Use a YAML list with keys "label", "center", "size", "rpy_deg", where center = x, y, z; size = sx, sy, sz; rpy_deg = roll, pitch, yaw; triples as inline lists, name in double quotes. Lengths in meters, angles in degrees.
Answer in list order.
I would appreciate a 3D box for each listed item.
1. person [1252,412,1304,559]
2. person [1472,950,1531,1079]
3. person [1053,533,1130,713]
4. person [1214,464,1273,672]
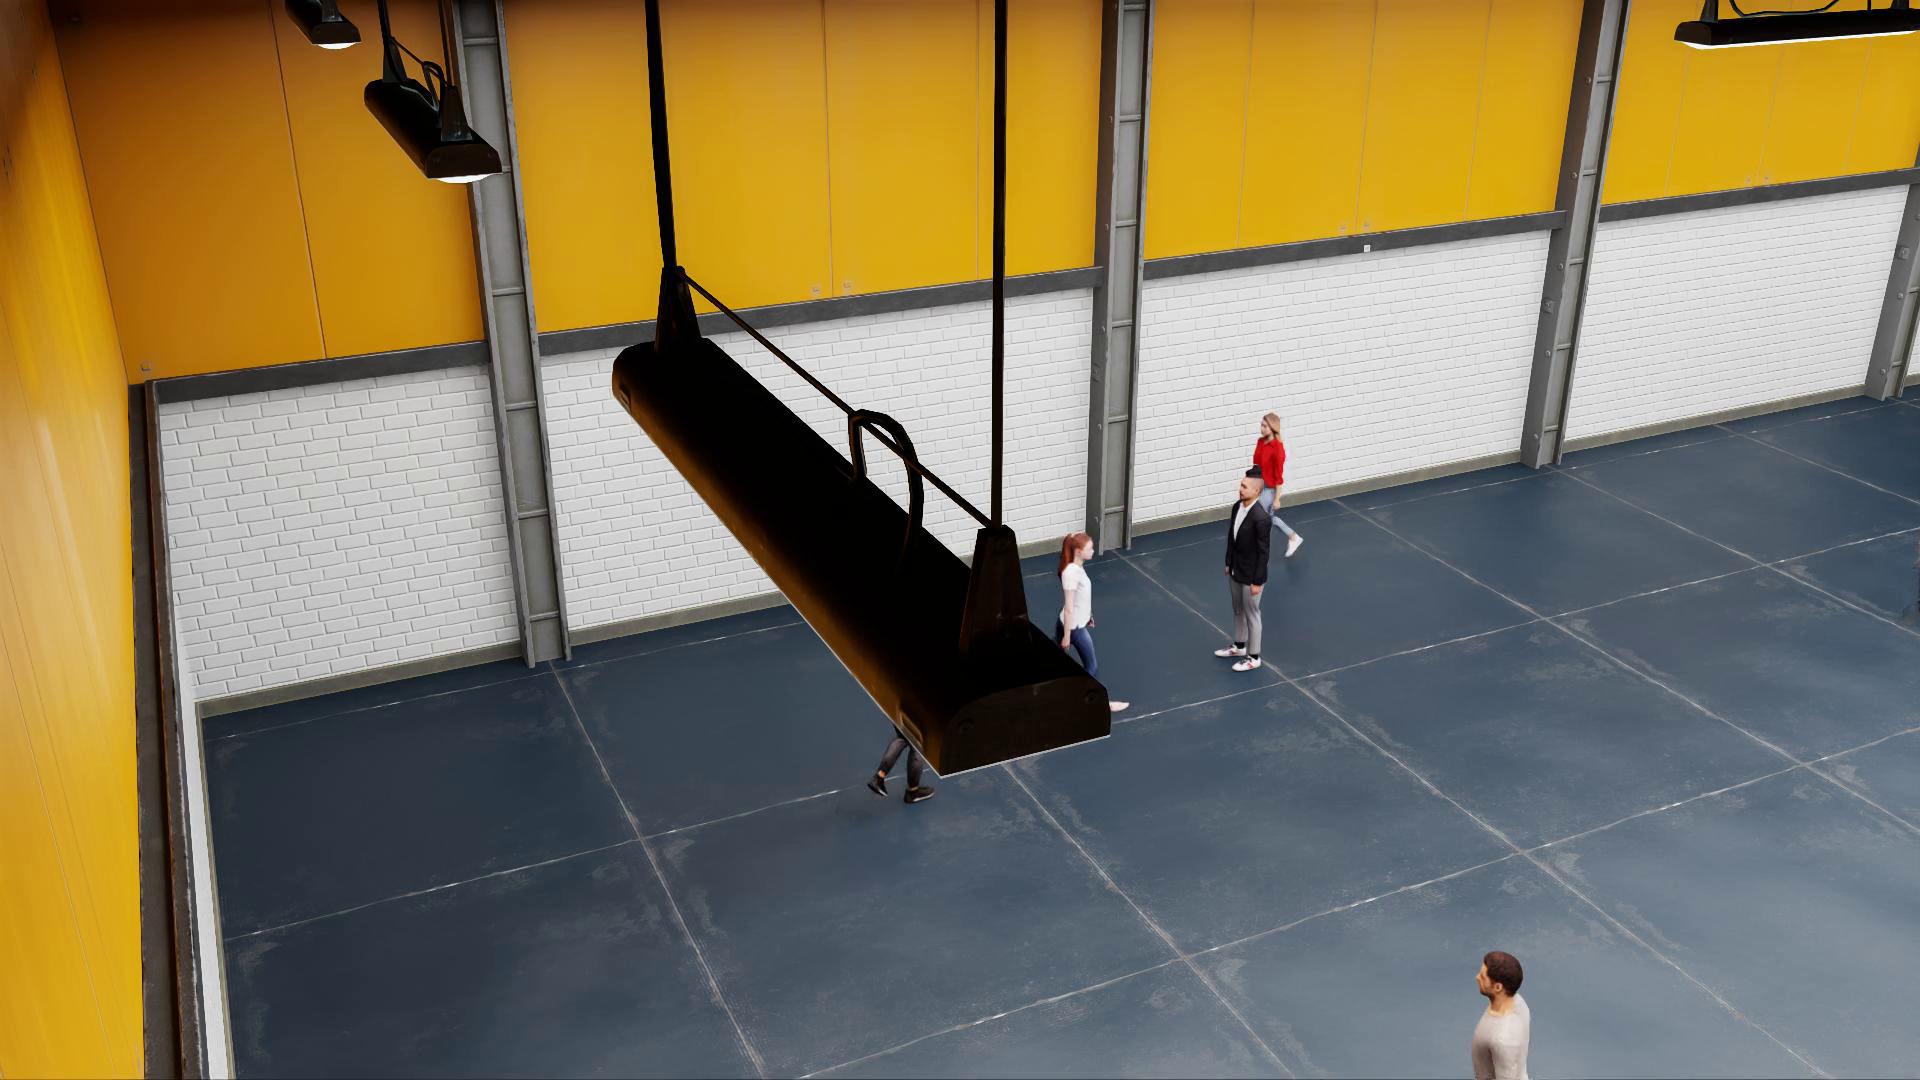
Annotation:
- label: "person"
  center: [3.200, -0.499, 17.040]
  size: [1.106, 1.678, 0.700]
  rpy_deg: [-8, 25, -17]
- label: "person"
  center: [2.953, 3.022, 8.799]
  size: [1.098, 1.829, 1.075]
  rpy_deg: [8, 25, 17]
- label: "person"
  center: [0.859, 0.751, 14.165]
  size: [1.209, 1.691, 0.882]
  rpy_deg: [-1, 24, -2]
- label: "person"
  center: [2.603, 0.241, 15.010]
  size: [0.584, 1.950, 0.717]
  rpy_deg: [-9, 25, -20]
